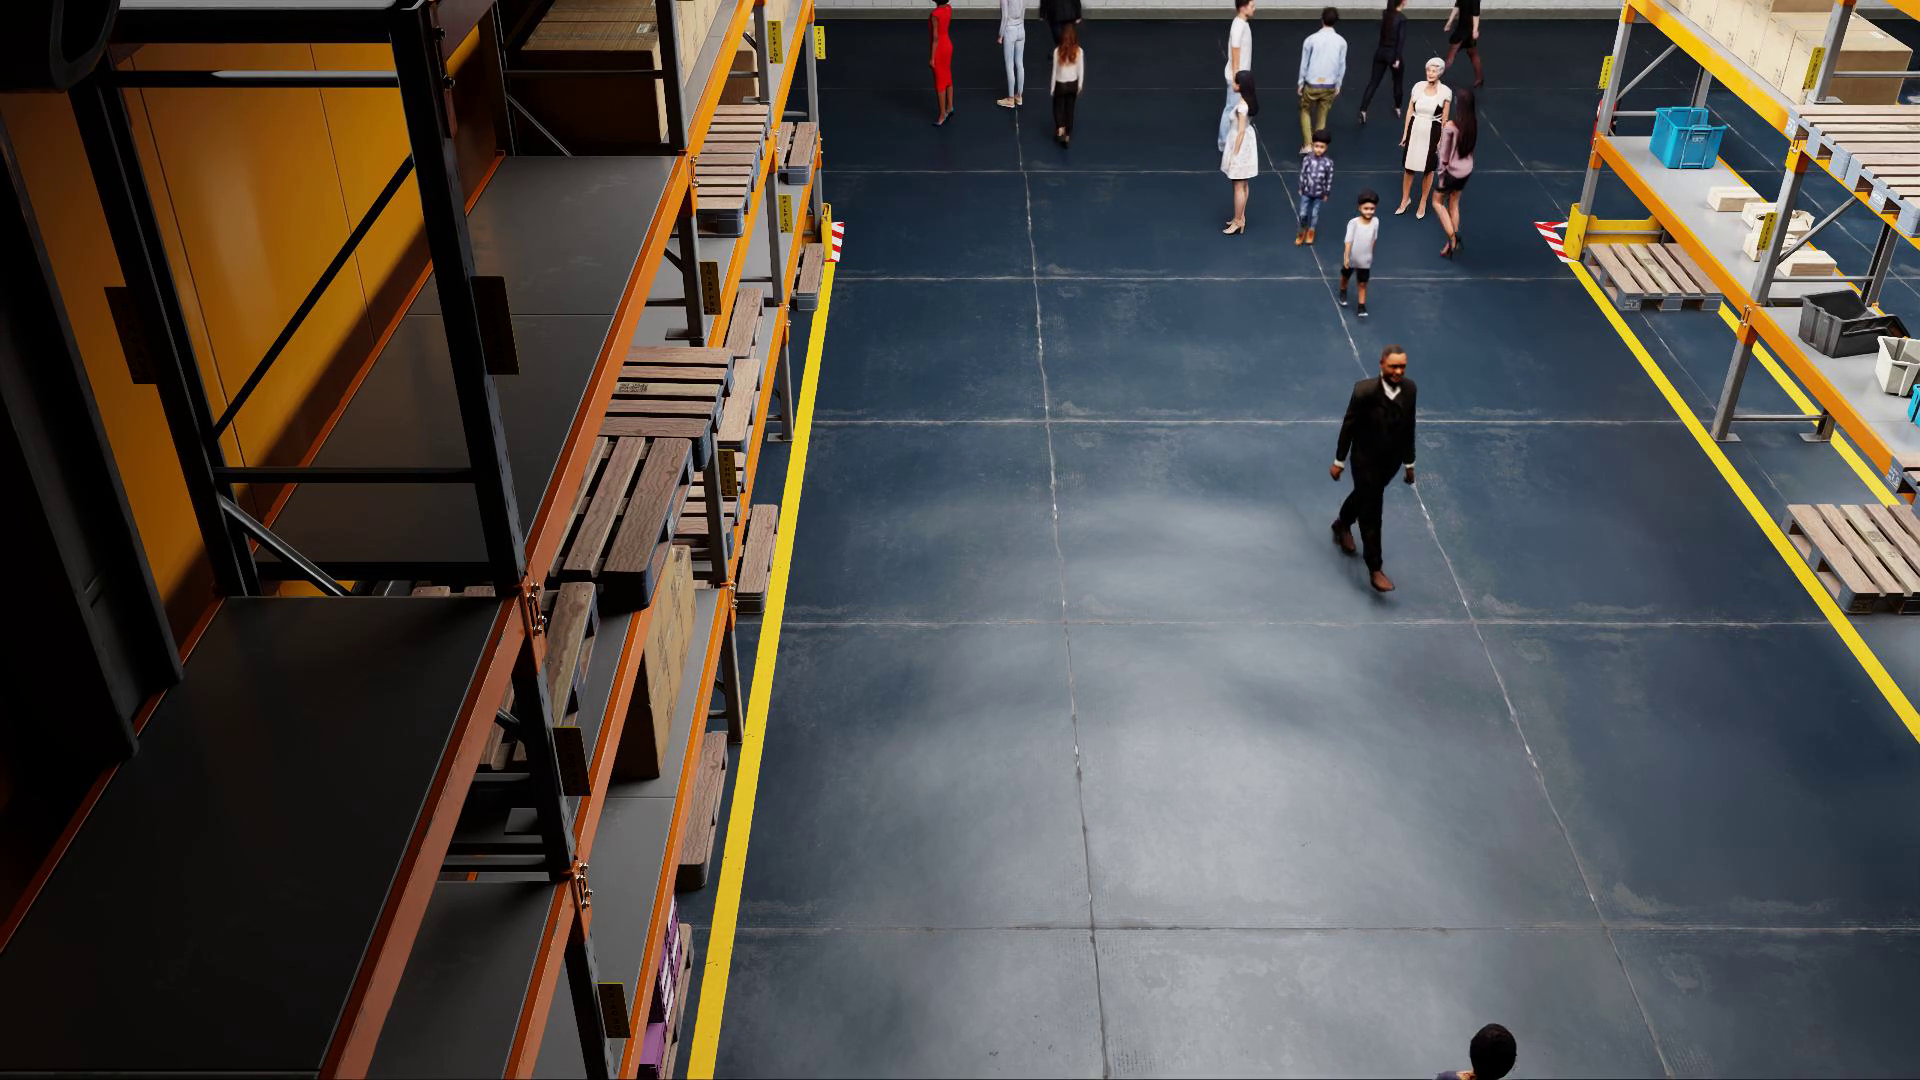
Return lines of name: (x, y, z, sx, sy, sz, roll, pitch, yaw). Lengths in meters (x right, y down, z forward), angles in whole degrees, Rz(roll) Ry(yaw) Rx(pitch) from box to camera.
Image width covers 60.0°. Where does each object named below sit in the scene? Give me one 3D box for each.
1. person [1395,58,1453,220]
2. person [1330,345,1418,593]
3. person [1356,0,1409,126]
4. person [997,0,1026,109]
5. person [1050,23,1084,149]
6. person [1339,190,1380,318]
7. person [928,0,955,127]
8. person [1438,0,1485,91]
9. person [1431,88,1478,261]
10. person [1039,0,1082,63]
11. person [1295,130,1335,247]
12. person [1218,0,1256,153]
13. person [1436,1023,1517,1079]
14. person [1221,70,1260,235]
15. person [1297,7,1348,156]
person: (5.070, -4.393, 18.157, 0.701, 1.756, 0.708, 19, 38, 26)
person: (3.055, -0.622, 12.397, 0.968, 1.851, 1.374, -9, 35, -13)
person: (5.221, -5.911, 20.516, 1.057, 1.672, 1.056, -24, 40, -31)
person: (0.675, -6.429, 21.183, 0.721, 1.796, 0.659, 28, 43, 36)
person: (1.287, -5.422, 19.961, 0.595, 1.474, 0.583, -5, 34, -7)
person: (3.882, -2.834, 16.293, 0.513, 1.223, 0.878, -1, 34, -1)
person: (-0.231, -6.016, 20.611, 0.707, 1.743, 0.583, 15, 36, 21)
person: (6.673, -6.644, 21.633, 0.696, 1.657, 1.044, -4, 34, -5)
person: (5.144, -3.703, 17.083, 0.750, 1.796, 0.839, -11, 35, -16)
person: (1.344, -6.844, 21.861, 1.035, 1.738, 1.238, -13, 36, -19)
person: (3.771, -3.758, 17.667, 0.577, 1.241, 0.618, 11, 35, 16)
person: (3.290, -5.574, 19.842, 0.777, 1.859, 0.572, 7, 34, 11)
person: (2.254, 2.818, 7.497, 0.664, 1.548, 0.678, 12, 35, 17)
person: (2.996, -4.134, 17.750, 0.812, 1.775, 0.712, 13, 36, 19)
person: (4.215, -5.285, 19.460, 0.689, 1.799, 0.609, 1, 34, 1)
